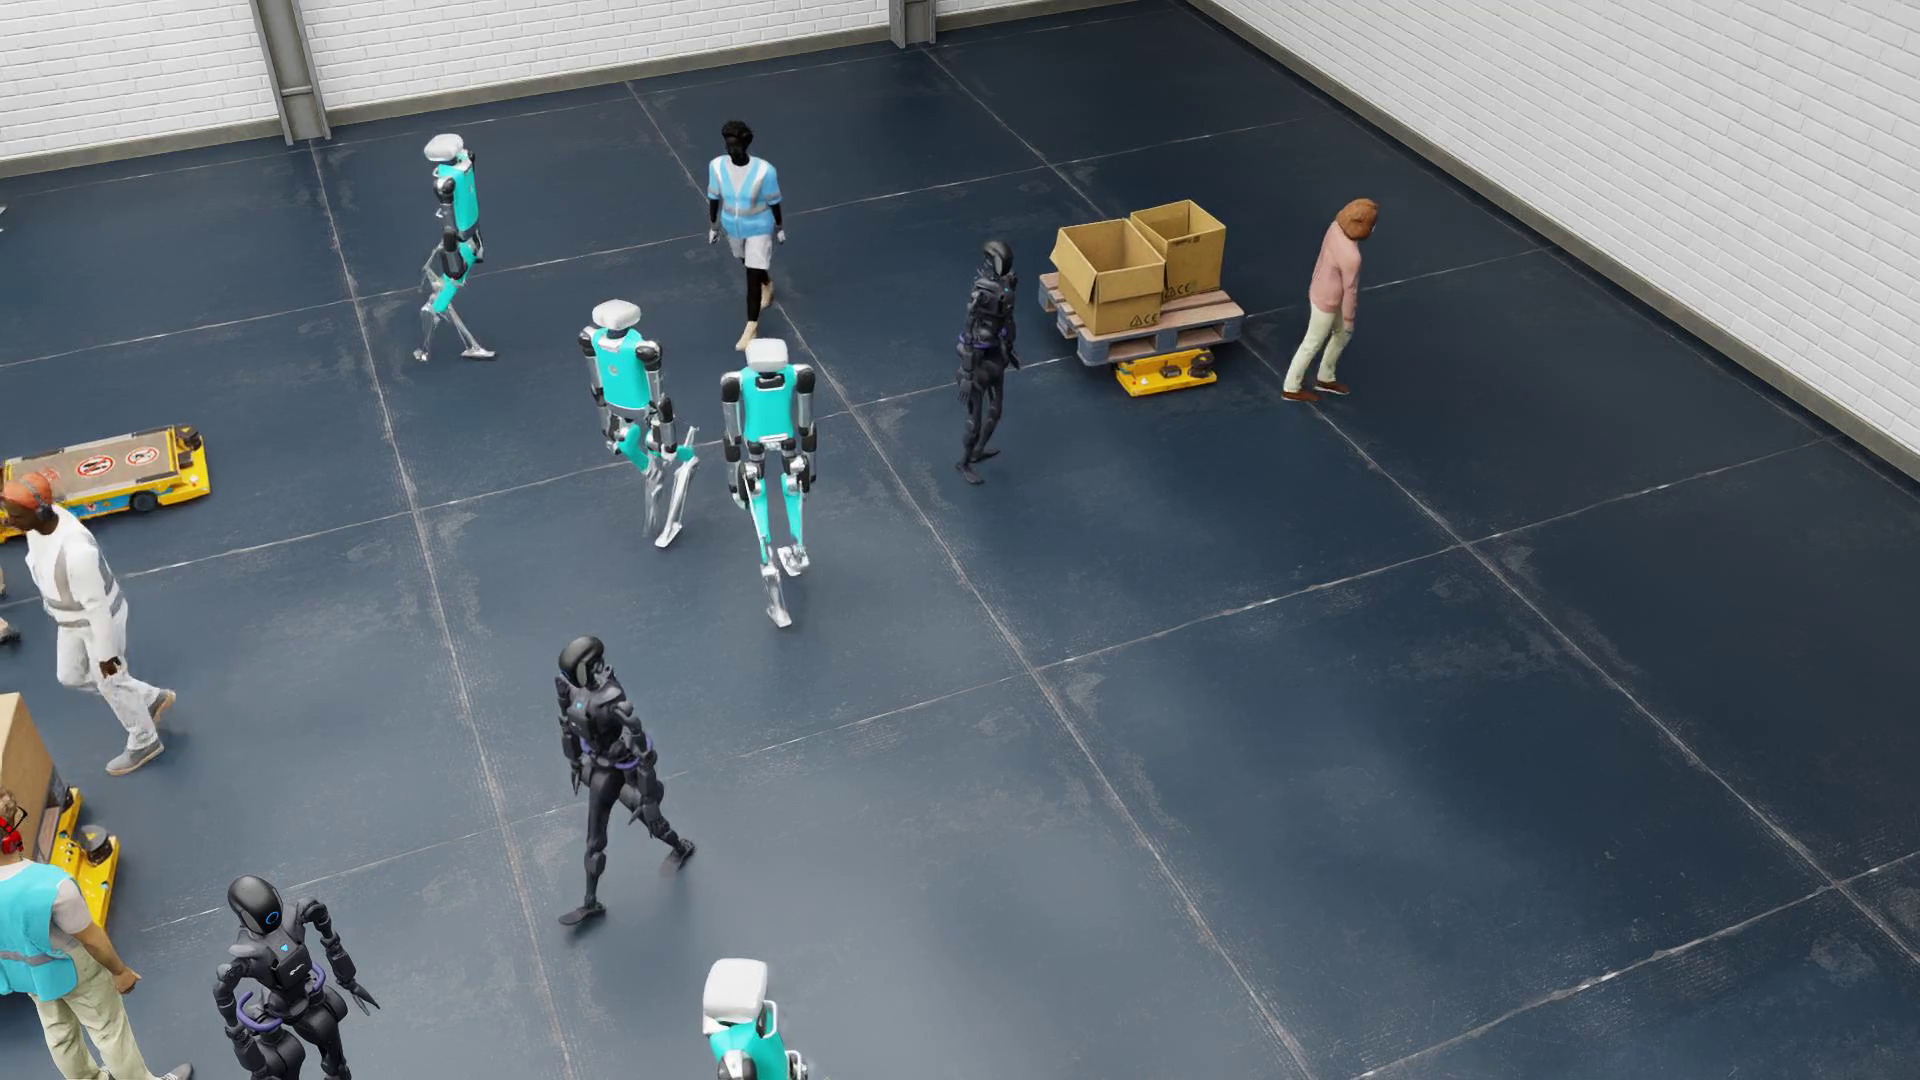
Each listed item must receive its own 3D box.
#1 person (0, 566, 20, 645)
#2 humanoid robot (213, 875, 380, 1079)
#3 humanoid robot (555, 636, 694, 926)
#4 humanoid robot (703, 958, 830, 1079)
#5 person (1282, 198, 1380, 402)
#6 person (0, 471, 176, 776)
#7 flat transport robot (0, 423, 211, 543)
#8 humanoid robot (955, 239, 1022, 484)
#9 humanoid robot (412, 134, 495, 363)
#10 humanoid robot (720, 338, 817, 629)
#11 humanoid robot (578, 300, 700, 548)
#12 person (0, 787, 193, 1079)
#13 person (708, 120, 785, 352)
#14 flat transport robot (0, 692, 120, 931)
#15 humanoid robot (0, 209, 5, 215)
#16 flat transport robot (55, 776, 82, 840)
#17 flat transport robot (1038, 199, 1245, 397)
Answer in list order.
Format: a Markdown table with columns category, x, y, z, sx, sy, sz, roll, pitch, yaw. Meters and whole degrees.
| category | x | y | z | sx | sy | sz | roll | pitch | yaw |
| --- | --- | --- | --- | --- | --- | --- | --- | --- | --- |
| person | -5.710 | -0.162 | 9.373 | 0.541 | 1.619 | 0.822 | -27 | 45 | -31 |
| humanoid robot | -2.626 | 1.913 | 6.616 | 0.315 | 1.657 | 0.599 | 20 | 42 | 24 |
| humanoid robot | -1.607 | 1.105 | 7.719 | 0.597 | 1.623 | 0.784 | 21 | 42 | 25 |
| humanoid robot | -0.493 | 2.187 | 6.243 | 1.039 | 1.728 | 0.532 | -3 | 38 | -4 |
| person | 2.539 | -1.592 | 11.254 | 0.577 | 1.591 | 0.499 | 4 | 38 | 5 |
| person | -4.419 | 0.430 | 8.402 | 0.594 | 1.869 | 0.412 | 28 | 46 | 32 |
| flat transport robot | -5.644 | -0.363 | 10.746 | 1.431 | 0.231 | 0.659 | -15 | 40 | -19 |
| humanoid robot | 0.163 | -1.154 | 10.630 | 0.303 | 1.639 | 0.610 | 22 | 43 | 26 |
| humanoid robot | -3.710 | -1.970 | 11.703 | 0.822 | 1.871 | 0.550 | 3 | 38 | 4 |
| humanoid robot | -1.019 | -0.262 | 9.416 | 0.547 | 1.768 | 0.932 | -10 | 39 | -13 |
| humanoid robot | -1.824 | -0.692 | 10.008 | 0.540 | 1.843 | 0.703 | 16 | 40 | 20 |
| person | -3.652 | 1.726 | 6.732 | 0.565 | 1.846 | 0.390 | 6 | 38 | 8 |
| person | -1.545 | -2.303 | 12.133 | 0.544 | 1.653 | 0.870 | 12 | 39 | 16 |
| flat transport robot | -4.849 | 1.780 | 7.956 | 1.431 | 0.231 | 0.659 | -9 | 38 | -11 |
| humanoid robot | -8.157 | -3.301 | 13.381 | 0.568 | 1.788 | 0.830 | 14 | 40 | 17 |
| flat transport robot | -5.198 | 1.563 | 8.239 | 1.431 | 0.231 | 0.659 | -7 | 38 | -9 |
| flat transport robot | 1.292 | -1.531 | 12.267 | 0.659 | 0.231 | 1.431 | -11 | 39 | -14 |
